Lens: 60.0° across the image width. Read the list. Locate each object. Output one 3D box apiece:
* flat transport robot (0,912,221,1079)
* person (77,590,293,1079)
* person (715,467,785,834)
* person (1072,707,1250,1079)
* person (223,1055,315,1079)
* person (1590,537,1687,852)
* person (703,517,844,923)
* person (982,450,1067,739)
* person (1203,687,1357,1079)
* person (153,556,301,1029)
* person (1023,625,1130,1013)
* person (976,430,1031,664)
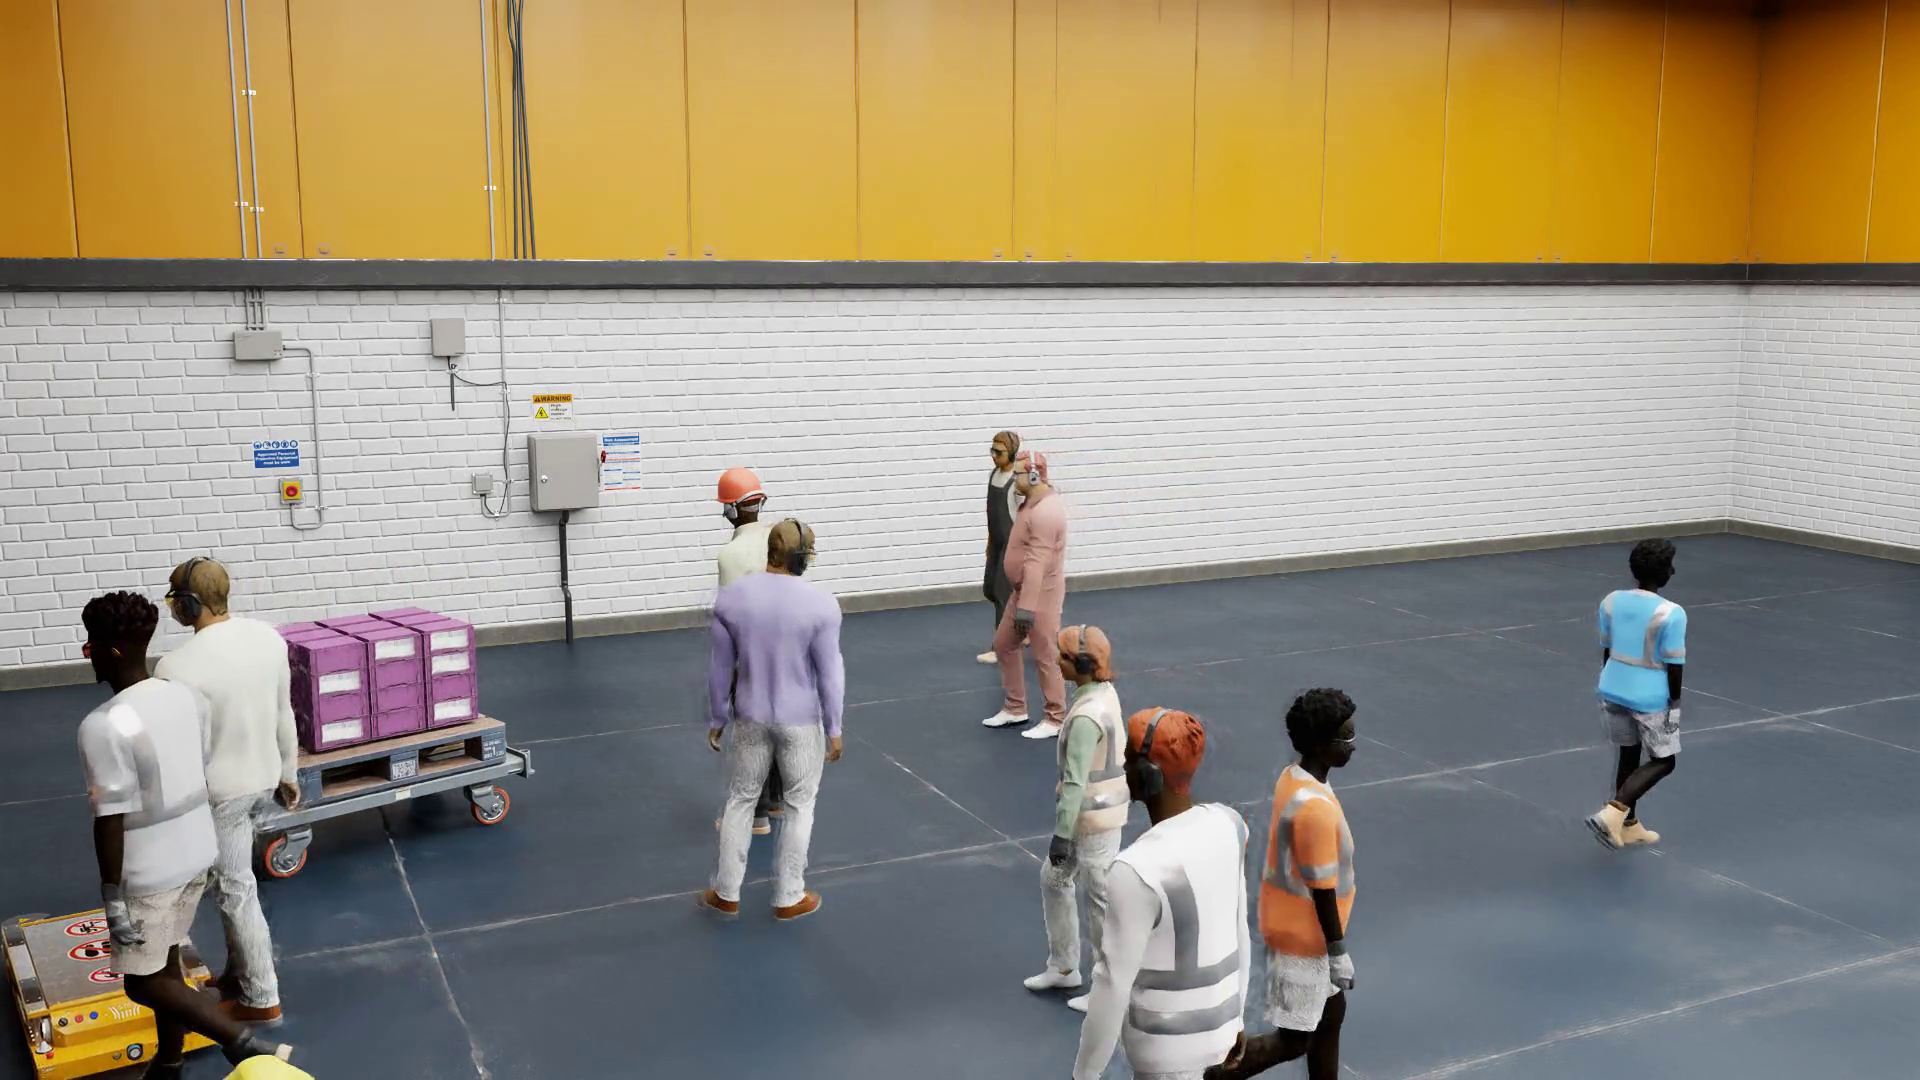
[{"bbox_3d":[-3.522,1.802,6.861,0.652,0.197,1.431,-6,11,-34],"label":"flat transport robot"},{"bbox_3d":[-2.740,1.135,5.855,0.714,1.946,0.615,1,9,8],"label":"person"},{"bbox_3d":[-1.142,0.598,9.018,0.392,1.990,0.612,4,10,22],"label":"person"},{"bbox_3d":[0.463,1.365,4.669,0.869,1.850,0.606,6,11,35],"label":"person"},{"bbox_3d":[-1.111,1.715,2.732,0.607,1.788,0.915,-6,11,-32],"label":"person"},{"bbox_3d":[3.489,0.817,8.616,0.503,1.682,0.535,-4,10,-25],"label":"person"},{"bbox_3d":[-0.913,0.849,7.768,0.796,1.901,0.364,2,9,14],"label":"person"},{"bbox_3d":[0.404,0.366,10.774,0.673,1.886,0.659,-1,9,-8],"label":"person"},{"bbox_3d":[1.081,1.305,5.602,0.723,1.676,0.524,1,9,8],"label":"person"},{"bbox_3d":[-3.005,1.012,6.665,0.645,1.915,0.666,3,10,16],"label":"person"},{"bbox_3d":[0.441,1.139,6.772,0.589,1.615,0.547,2,9,9],"label":"person"},{"bbox_3d":[0.409,0.045,12.936,0.585,1.831,0.527,-5,10,-27],"label":"person"}]
